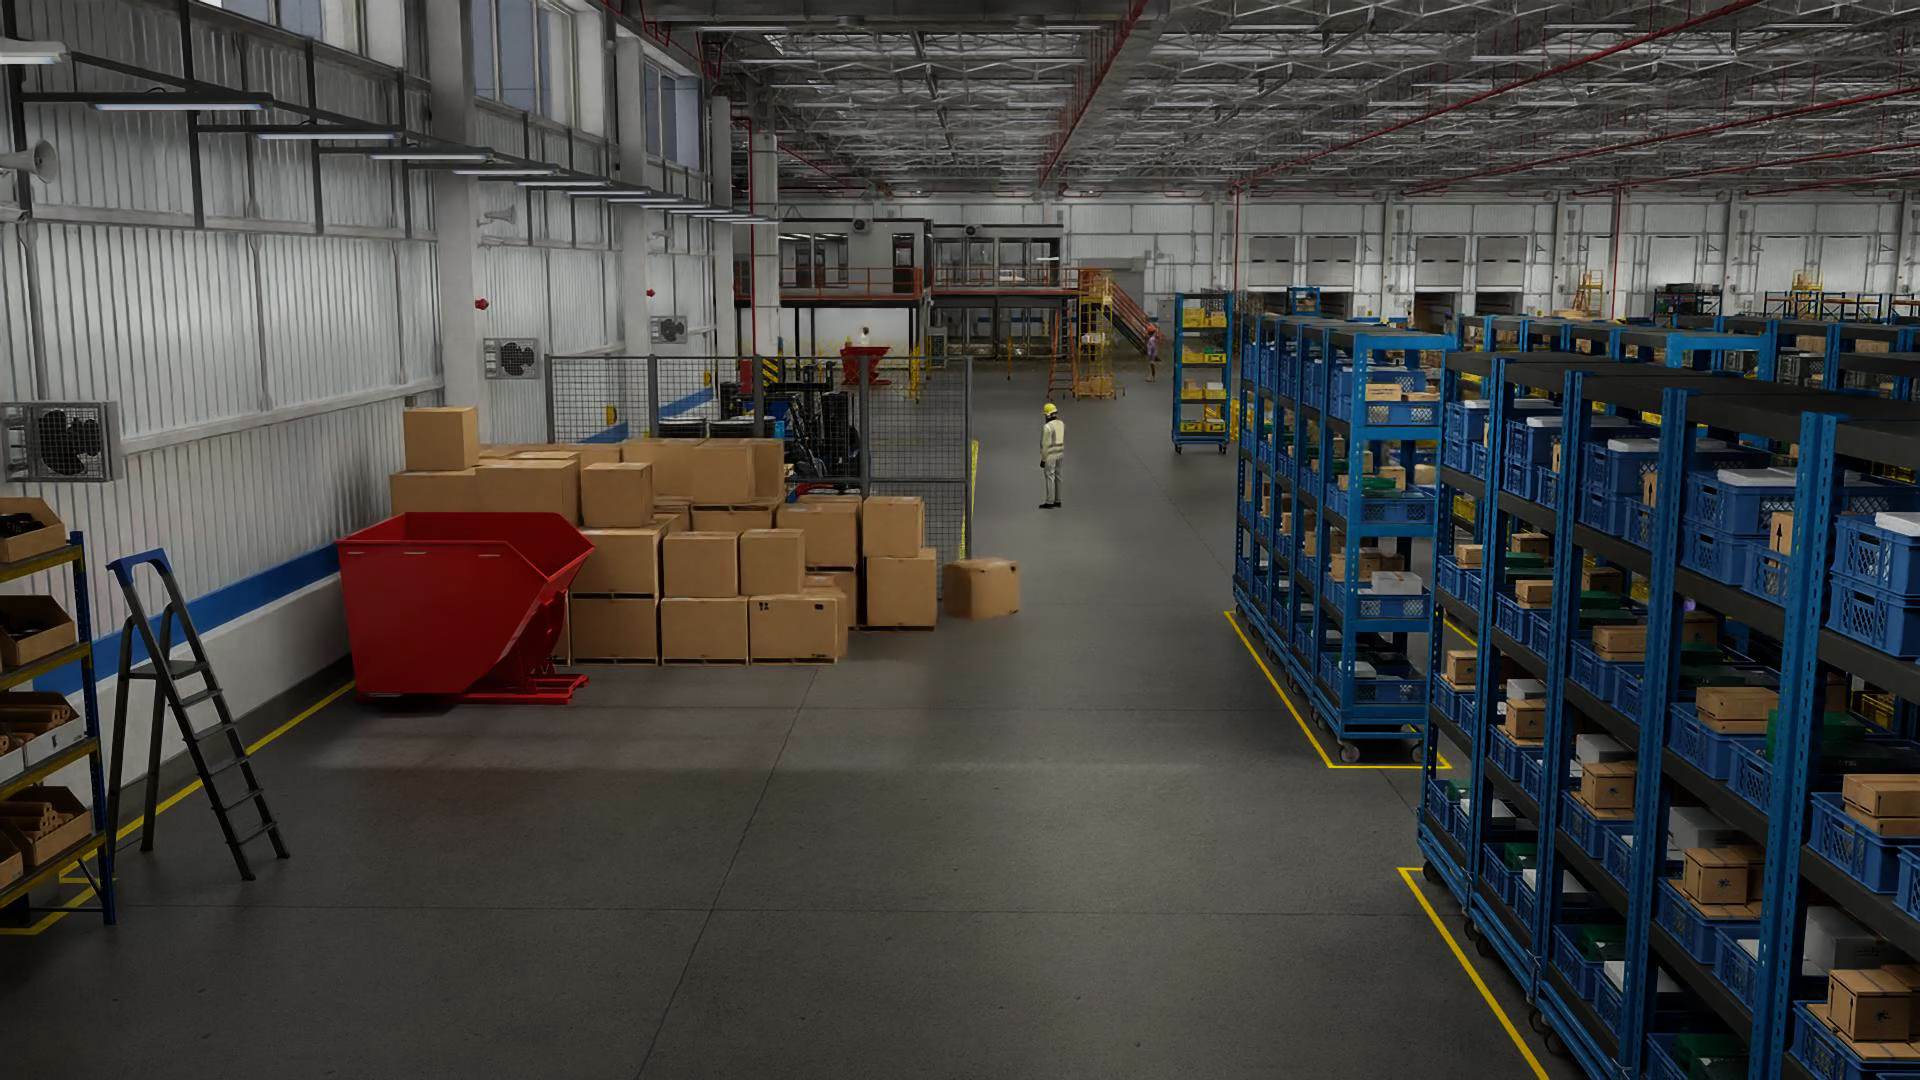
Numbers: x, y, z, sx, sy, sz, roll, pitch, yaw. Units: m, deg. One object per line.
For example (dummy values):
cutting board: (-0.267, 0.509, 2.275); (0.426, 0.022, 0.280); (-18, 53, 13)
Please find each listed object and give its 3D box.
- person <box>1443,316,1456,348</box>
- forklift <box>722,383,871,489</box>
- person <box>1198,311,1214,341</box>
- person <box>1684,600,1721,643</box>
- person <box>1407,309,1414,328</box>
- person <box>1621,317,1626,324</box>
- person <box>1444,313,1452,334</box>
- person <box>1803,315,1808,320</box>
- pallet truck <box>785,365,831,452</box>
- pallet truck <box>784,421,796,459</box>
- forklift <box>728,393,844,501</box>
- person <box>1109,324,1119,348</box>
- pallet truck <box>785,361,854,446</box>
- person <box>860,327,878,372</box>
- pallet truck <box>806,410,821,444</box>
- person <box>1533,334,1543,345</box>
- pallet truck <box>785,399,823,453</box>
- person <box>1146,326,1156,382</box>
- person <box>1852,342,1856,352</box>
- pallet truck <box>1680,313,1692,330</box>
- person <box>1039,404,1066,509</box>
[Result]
person: (25.463, -10.793, 86.540); (0.924, 1.791, 0.627); (5, 11, 30)
forklift: (-2.893, -1.687, 28.729); (2.680, 1.987, 1.157); (0, 9, -1)
person: (14.494, -12.581, 97.301); (1.018, 1.876, 0.552); (2, 9, 13)
person: (5.872, 1.098, 13.067); (0.630, 1.807, 0.624); (5, 10, 26)
person: (25.613, -12.190, 94.725); (0.395, 1.920, 0.585); (7, 12, 38)
person: (30.960, -9.435, 77.731); (0.586, 1.918, 0.396); (5, 10, 26)
person: (25.136, -10.754, 85.819); (0.425, 1.938, 0.603); (-3, 10, -15)
person: (41.660, -10.160, 82.230); (0.753, 1.903, 0.656); (-3, 10, -15)
pallet truck: (-3.774, -2.976, 37.635); (1.885, 1.965, 0.823); (1, 9, 5)
pallet truck: (-4.013, -1.793, 32.705); (1.601, 1.201, 0.680); (0, 9, 1)
forklift: (-2.979, -1.316, 26.476); (2.680, 1.987, 1.157); (0, 9, 1)
person: (8.158, -10.988, 87.617); (0.625, 1.819, 0.645); (-4, 10, -23)
pallet truck: (-3.410, -3.193, 38.978); (1.885, 1.965, 0.823); (0, 9, -1)
person: (-3.704, -7.597, 66.618); (0.956, 1.835, 0.610); (1, 9, 6)
pallet truck: (-3.559, -2.018, 33.905); (1.522, 1.261, 0.704); (0, 9, -1)
person: (24.123, -8.181, 69.753); (0.622, 1.994, 0.381); (0, 9, 1)
pallet truck: (-3.814, -2.432, 36.419); (1.630, 1.274, 0.653); (0, 9, 1)
person: (7.078, -6.877, 61.558); (0.388, 2.045, 0.605); (1, 9, 7)
person: (32.249, -6.616, 60.283); (0.374, 1.934, 0.548); (6, 11, 34)
pallet truck: (36.315, -10.531, 84.244); (0.823, 1.965, 1.885); (-6, 11, -33)
person: (1.577, -1.443, 28.714); (0.403, 1.825, 0.586); (7, 11, 36)
